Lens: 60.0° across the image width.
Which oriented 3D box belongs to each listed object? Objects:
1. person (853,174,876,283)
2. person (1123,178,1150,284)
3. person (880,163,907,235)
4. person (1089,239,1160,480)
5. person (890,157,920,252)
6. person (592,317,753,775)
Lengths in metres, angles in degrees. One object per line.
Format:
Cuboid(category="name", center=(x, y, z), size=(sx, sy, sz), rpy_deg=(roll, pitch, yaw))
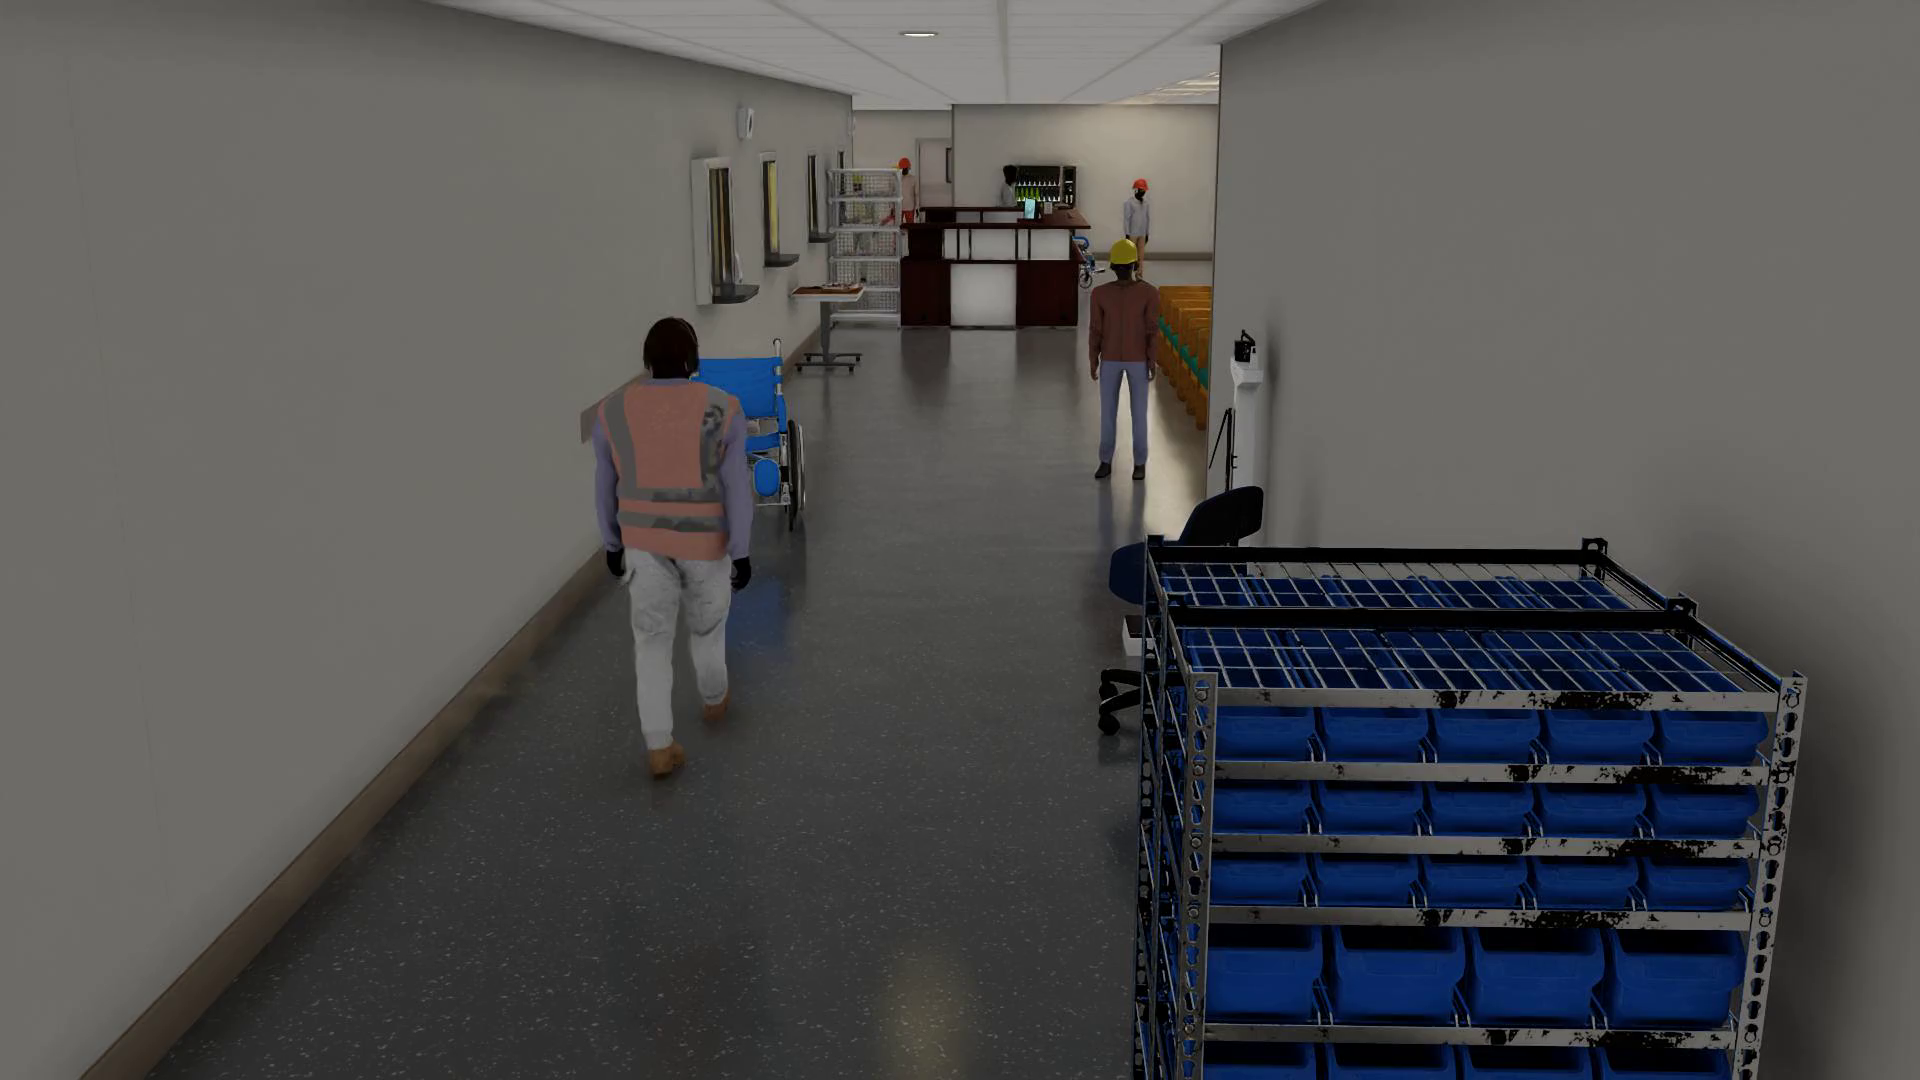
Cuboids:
Cuboid(category="person", center=(-1.706, -5.210, 27.874), size=(0.608, 1.798, 0.733), rpy_deg=(-1, 14, -3))
Cuboid(category="person", center=(2.934, -5.078, 27.447), size=(0.564, 1.743, 0.351), rpy_deg=(-11, 18, -38))
Cuboid(category="person", center=(-1.641, -8.288, 40.485), size=(0.628, 1.740, 0.554), rpy_deg=(-3, 14, -10))
Cuboid(category="person", center=(1.190, -1.307, 12.119), size=(0.518, 1.756, 0.344), rpy_deg=(3, 14, 13))
Cuboid(category="person", center=(-1.113, -6.652, 33.337), size=(0.611, 1.985, 0.393), rpy_deg=(2, 14, 6))
Cuboid(category="person", center=(-1.153, -0.008, 6.773), size=(0.645, 1.791, 0.987), rpy_deg=(0, 14, 0))
